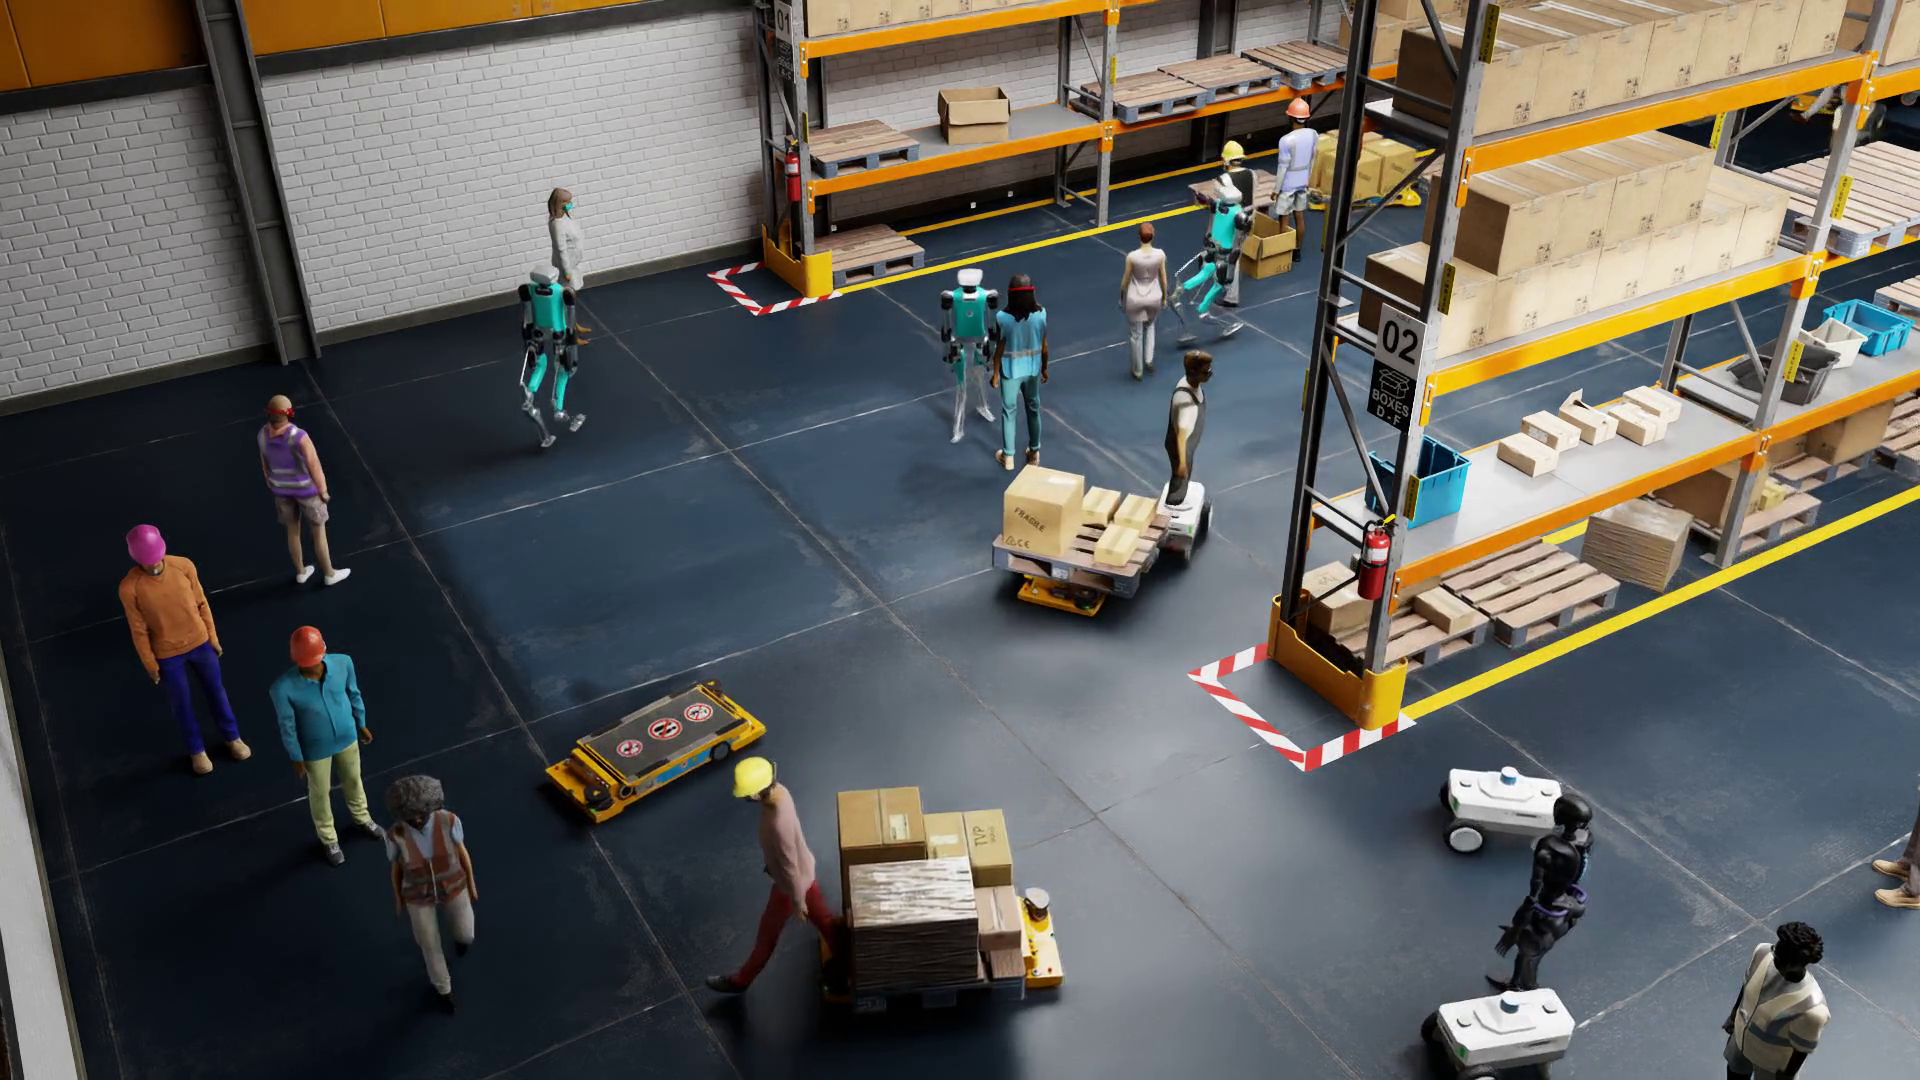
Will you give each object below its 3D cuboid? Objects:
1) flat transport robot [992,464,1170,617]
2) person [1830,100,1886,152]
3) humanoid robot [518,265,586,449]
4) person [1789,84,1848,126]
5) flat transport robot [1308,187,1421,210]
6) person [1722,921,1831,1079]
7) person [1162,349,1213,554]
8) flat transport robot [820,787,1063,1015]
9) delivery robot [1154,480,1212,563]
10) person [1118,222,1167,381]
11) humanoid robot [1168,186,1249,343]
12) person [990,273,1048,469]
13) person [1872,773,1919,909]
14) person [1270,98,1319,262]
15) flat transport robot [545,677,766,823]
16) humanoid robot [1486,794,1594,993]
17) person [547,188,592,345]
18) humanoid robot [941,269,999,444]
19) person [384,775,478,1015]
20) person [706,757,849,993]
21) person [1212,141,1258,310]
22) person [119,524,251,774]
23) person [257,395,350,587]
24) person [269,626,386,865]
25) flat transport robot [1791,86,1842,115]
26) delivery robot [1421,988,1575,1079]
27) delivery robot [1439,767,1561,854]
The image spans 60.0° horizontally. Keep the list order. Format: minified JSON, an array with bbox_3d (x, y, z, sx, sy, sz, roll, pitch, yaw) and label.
[{"bbox_3d":[1.040,0.140,13.860,0.659,0.231,1.431,13,34,20],"label":"flat transport robot"},{"bbox_3d":[10.745,-4.656,20.061,0.626,1.808,0.430,2,32,4],"label":"person"},{"bbox_3d":[-3.793,-1.608,15.272,0.550,1.758,0.949,5,32,8],"label":"humanoid robot"},{"bbox_3d":[12.262,-6.685,23.306,0.873,1.795,0.533,8,33,13],"label":"person"},{"bbox_3d":[5.064,-4.420,21.132,1.431,0.231,0.659,-4,32,-6],"label":"flat transport robot"},{"bbox_3d":[4.148,2.612,8.576,0.320,1.693,0.532,-7,33,-10],"label":"person"},{"bbox_3d":[1.874,-0.749,13.807,0.347,1.837,0.507,7,33,10],"label":"person"},{"bbox_3d":[-0.129,2.471,10.143,1.431,0.231,0.659,-3,32,-5],"label":"flat transport robot"},{"bbox_3d":[1.863,-0.204,14.148,0.499,0.602,0.801,8,33,13],"label":"delivery robot"},{"bbox_3d":[1.821,-2.390,16.589,0.480,1.641,0.407,-6,33,-9],"label":"person"},{"bbox_3d":[2.539,-2.758,17.117,1.018,1.742,0.566,-16,36,-24],"label":"humanoid robot"},{"bbox_3d":[0.545,-1.507,14.983,0.539,1.865,0.374,-8,33,-13],"label":"person"},{"bbox_3d":[6.027,1.516,10.251,0.322,1.771,0.470,14,35,22],"label":"person"},{"bbox_3d":[3.788,-4.084,19.027,0.543,1.939,0.358,-19,37,-27],"label":"person"},{"bbox_3d":[-2.139,1.461,11.753,1.431,0.231,0.659,-26,41,-35],"label":"flat transport robot"},{"bbox_3d":[3.296,2.123,9.404,0.608,1.643,0.610,-23,39,-32],"label":"humanoid robot"},{"bbox_3d":[-4.070,-2.862,17.332,0.340,1.663,0.487,-2,32,-2],"label":"person"},{"bbox_3d":[0.092,-1.824,15.616,0.546,1.754,0.843,-1,32,-1],"label":"humanoid robot"},{"bbox_3d":[-3.046,1.975,9.600,0.456,1.674,0.504,-12,34,-19],"label":"person"},{"bbox_3d":[-1.058,1.963,9.608,0.921,1.687,0.585,-3,32,-4],"label":"person"},{"bbox_3d":[2.939,-3.445,18.156,0.600,1.796,0.701,-22,38,-31],"label":"person"},{"bbox_3d":[-5.317,0.729,11.328,0.517,1.972,0.405,-26,40,-35],"label":"person"},{"bbox_3d":[-5.315,-0.388,13.360,0.492,1.692,0.340,6,33,9],"label":"person"},{"bbox_3d":[-4.035,1.276,10.653,0.336,1.748,0.562,26,40,35],"label":"person"},{"bbox_3d":[12.717,-6.588,24.590,0.659,0.231,1.431,15,35,23],"label":"flat transport robot"},{"bbox_3d":[3.033,2.781,9.369,0.755,0.583,0.515,-6,33,-9],"label":"delivery robot"},{"bbox_3d":[3.577,1.761,11.004,0.795,0.592,0.499,6,33,9],"label":"delivery robot"}]
